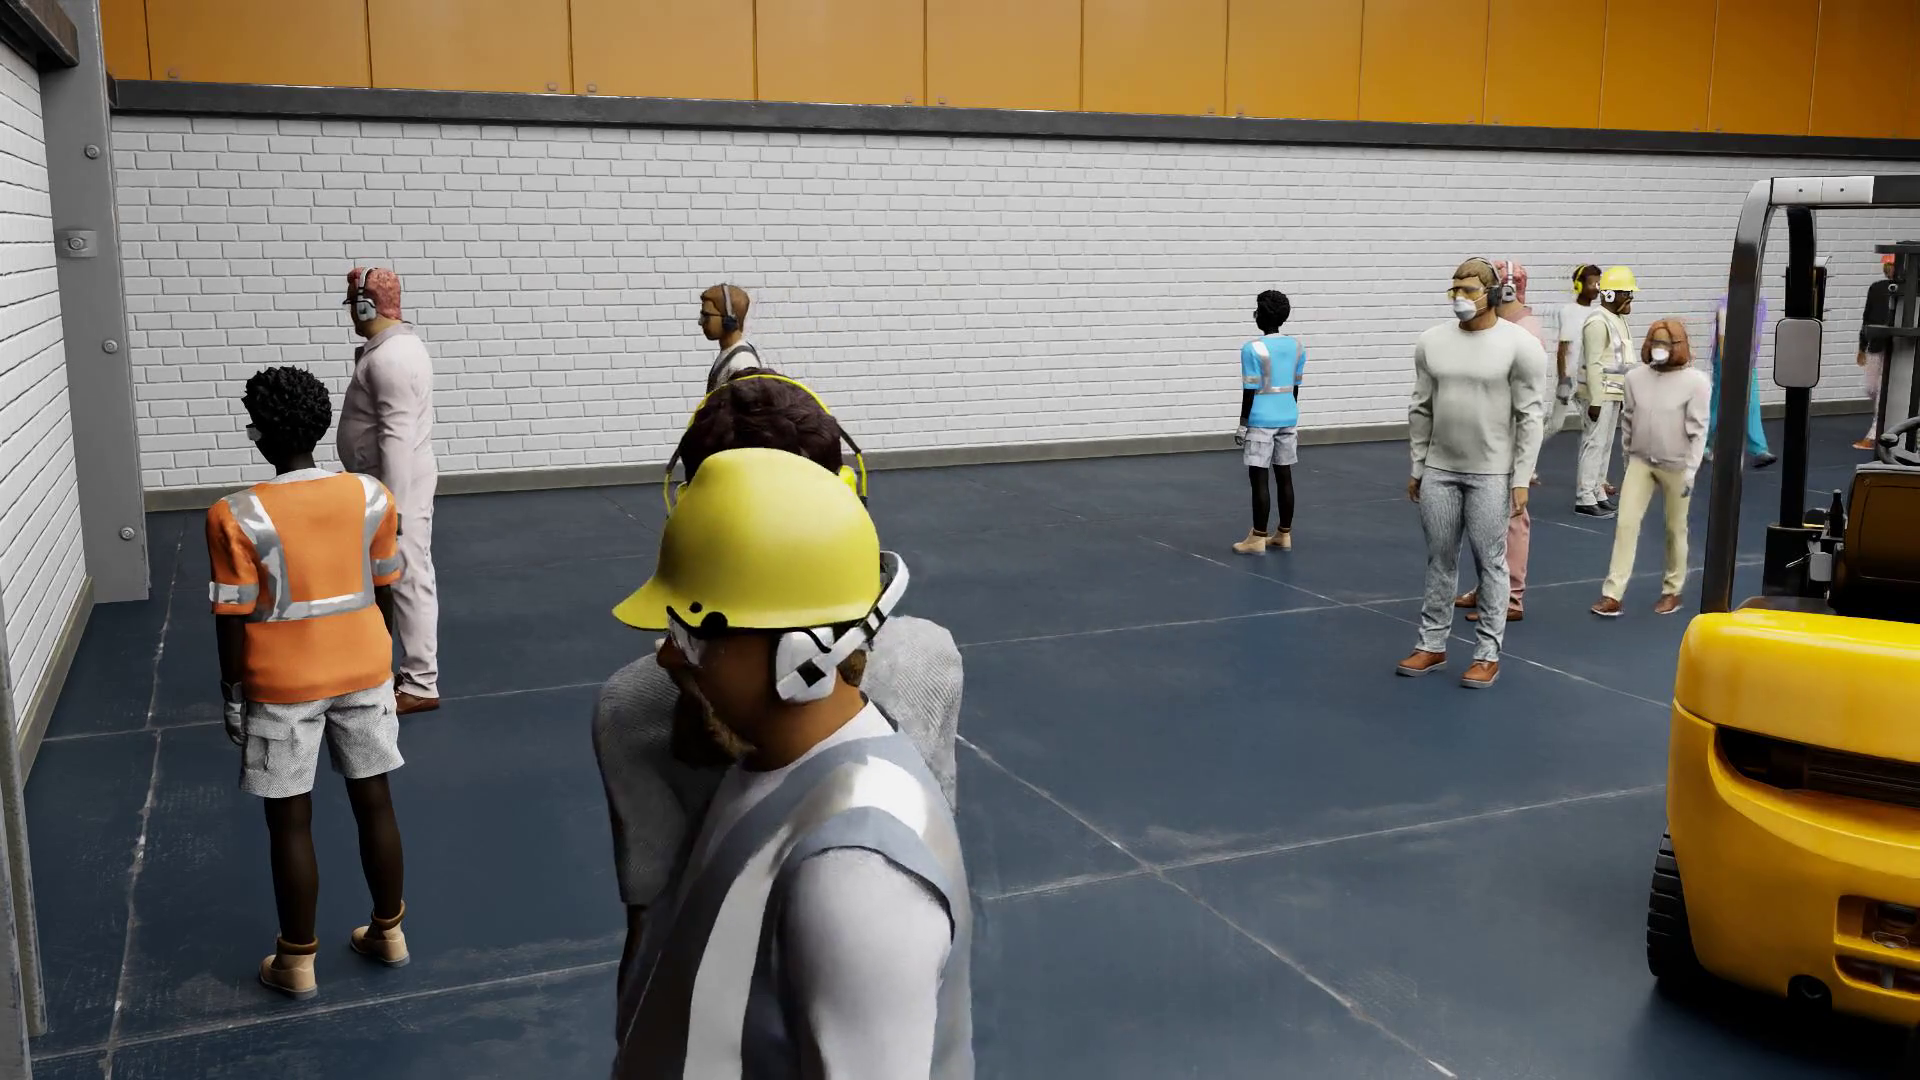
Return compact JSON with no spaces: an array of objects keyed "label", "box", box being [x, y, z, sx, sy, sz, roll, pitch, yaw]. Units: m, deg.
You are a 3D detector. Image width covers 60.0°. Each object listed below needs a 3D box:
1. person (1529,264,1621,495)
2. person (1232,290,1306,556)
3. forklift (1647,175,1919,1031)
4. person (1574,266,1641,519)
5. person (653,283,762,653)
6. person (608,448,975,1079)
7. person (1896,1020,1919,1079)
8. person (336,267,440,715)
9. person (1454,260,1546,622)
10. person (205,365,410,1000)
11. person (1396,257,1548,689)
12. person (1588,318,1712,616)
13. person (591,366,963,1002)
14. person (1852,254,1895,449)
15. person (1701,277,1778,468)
[{"label":"person","box":[4.922,-1.307,13.420,0.532,1.827,0.966,-6,12,-31]},{"label":"person","box":[1.978,-0.749,10.671,0.535,1.700,0.318,-8,13,-37]},{"label":"forklift","box":[2.810,0.094,4.662,1.214,2.155,2.313,7,12,34]},{"label":"person","box":[4.700,-1.067,12.095,0.403,1.825,0.591,7,12,34]},{"label":"person","box":[-1.046,-0.341,8.104,0.867,1.822,0.524,-1,10,-6]},{"label":"person","box":[-0.120,0.786,1.928,0.783,1.811,0.603,-3,11,-16]},{"label":"person","box":[1.307,0.788,1.840,0.661,1.823,0.534,-1,10,-6]},{"label":"person","box":[-2.437,-0.203,7.105,0.401,1.905,0.642,-2,11,-13]},{"label":"person","box":[2.846,-0.517,8.822,0.401,1.910,0.642,1,10,5]},{"label":"person","box":[-1.735,0.382,4.468,0.320,1.694,0.532,9,14,41]},{"label":"person","box":[2.313,-0.301,7.541,0.376,1.940,0.629,-10,14,-44]},{"label":"person","box":[3.672,-0.365,8.806,0.783,1.598,0.510,-10,14,-42]},{"label":"person","box":[-0.224,0.717,2.137,0.513,1.866,0.331,-7,12,-33]},{"label":"person","box":[9.002,-1.861,16.038,0.744,1.978,0.627,-3,11,-15]},{"label":"person","box":[6.933,-1.529,14.767,0.641,1.772,0.960,-4,11,-23]}]
